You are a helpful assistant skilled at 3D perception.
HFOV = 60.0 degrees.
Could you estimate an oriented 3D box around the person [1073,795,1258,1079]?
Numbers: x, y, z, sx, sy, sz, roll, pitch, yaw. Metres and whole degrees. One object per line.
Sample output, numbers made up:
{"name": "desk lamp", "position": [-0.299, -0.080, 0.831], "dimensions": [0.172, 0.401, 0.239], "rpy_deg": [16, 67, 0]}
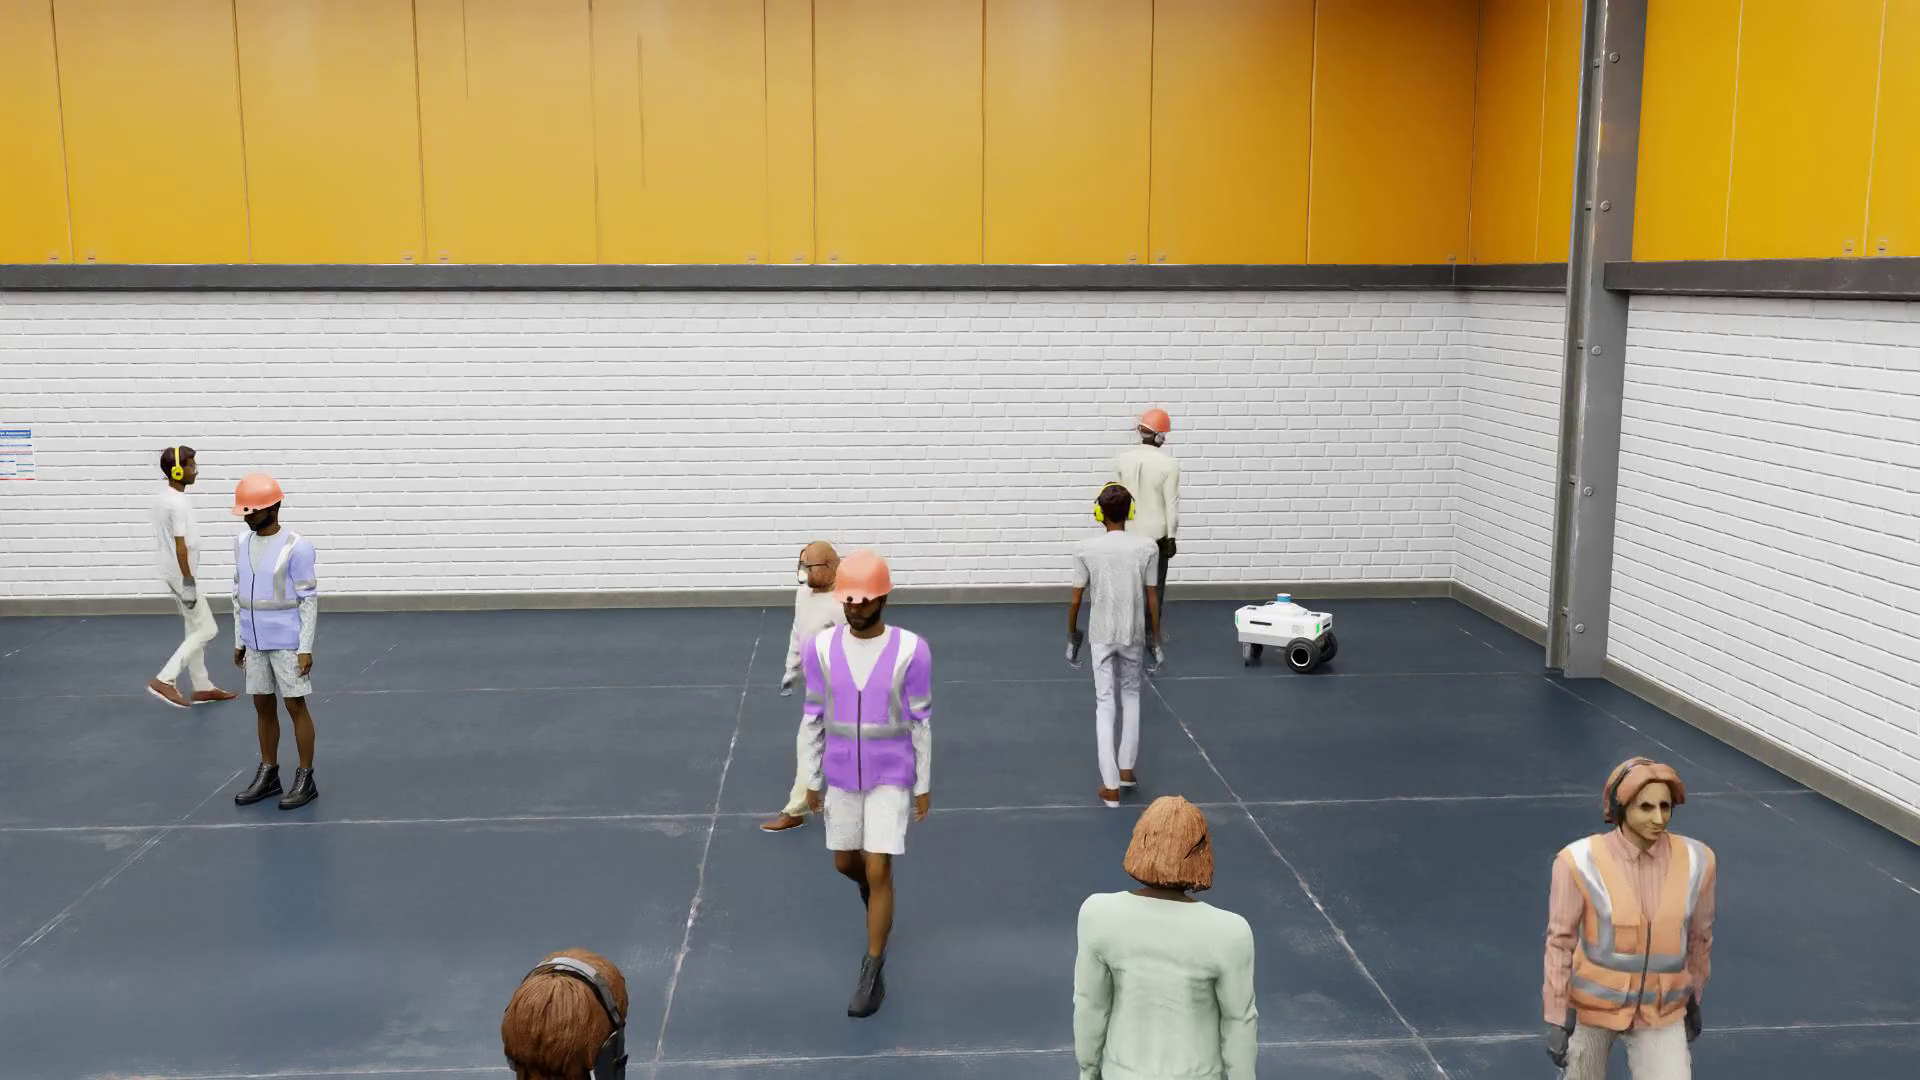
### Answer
{"name": "person", "position": [0.561, 1.500, 4.569], "dimensions": [0.507, 1.632, 0.264], "rpy_deg": [3, 10, 21]}

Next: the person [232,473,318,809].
{"name": "person", "position": [-3.921, 0.574, 9.468], "dimensions": [0.543, 1.928, 0.373], "rpy_deg": [3, 10, 19]}

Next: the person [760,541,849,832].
{"name": "person", "position": [-0.721, 0.778, 9.237], "dimensions": [0.850, 1.594, 0.497], "rpy_deg": [-5, 10, -30]}

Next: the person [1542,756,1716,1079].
{"name": "person", "position": [2.020, 1.447, 4.990], "dimensions": [0.542, 1.591, 0.859], "rpy_deg": [0, 9, 2]}

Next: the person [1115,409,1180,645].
{"name": "person", "position": [1.457, -0.074, 13.450], "dimensions": [0.615, 1.966, 0.746], "rpy_deg": [7, 11, 37]}

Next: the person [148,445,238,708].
{"name": "person", "position": [-5.412, 0.260, 11.651], "dimensions": [0.537, 1.860, 0.551], "rpy_deg": [-7, 11, -36]}

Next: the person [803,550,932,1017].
{"name": "person", "position": [-0.378, 0.965, 7.088], "dimensions": [0.553, 1.915, 0.826], "rpy_deg": [2, 9, 12]}

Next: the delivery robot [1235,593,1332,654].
{"name": "delivery robot", "position": [2.512, 0.660, 12.932], "dimensions": [0.707, 0.478, 0.477], "rpy_deg": [5, 10, 30]}

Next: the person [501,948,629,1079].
{"name": "person", "position": [-0.683, 1.639, 3.046], "dimensions": [0.619, 1.845, 0.430], "rpy_deg": [1, 9, 7]}

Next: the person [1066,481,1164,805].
{"name": "person", "position": [0.894, 0.584, 9.671], "dimensions": [0.552, 1.841, 0.648], "rpy_deg": [0, 9, -1]}
